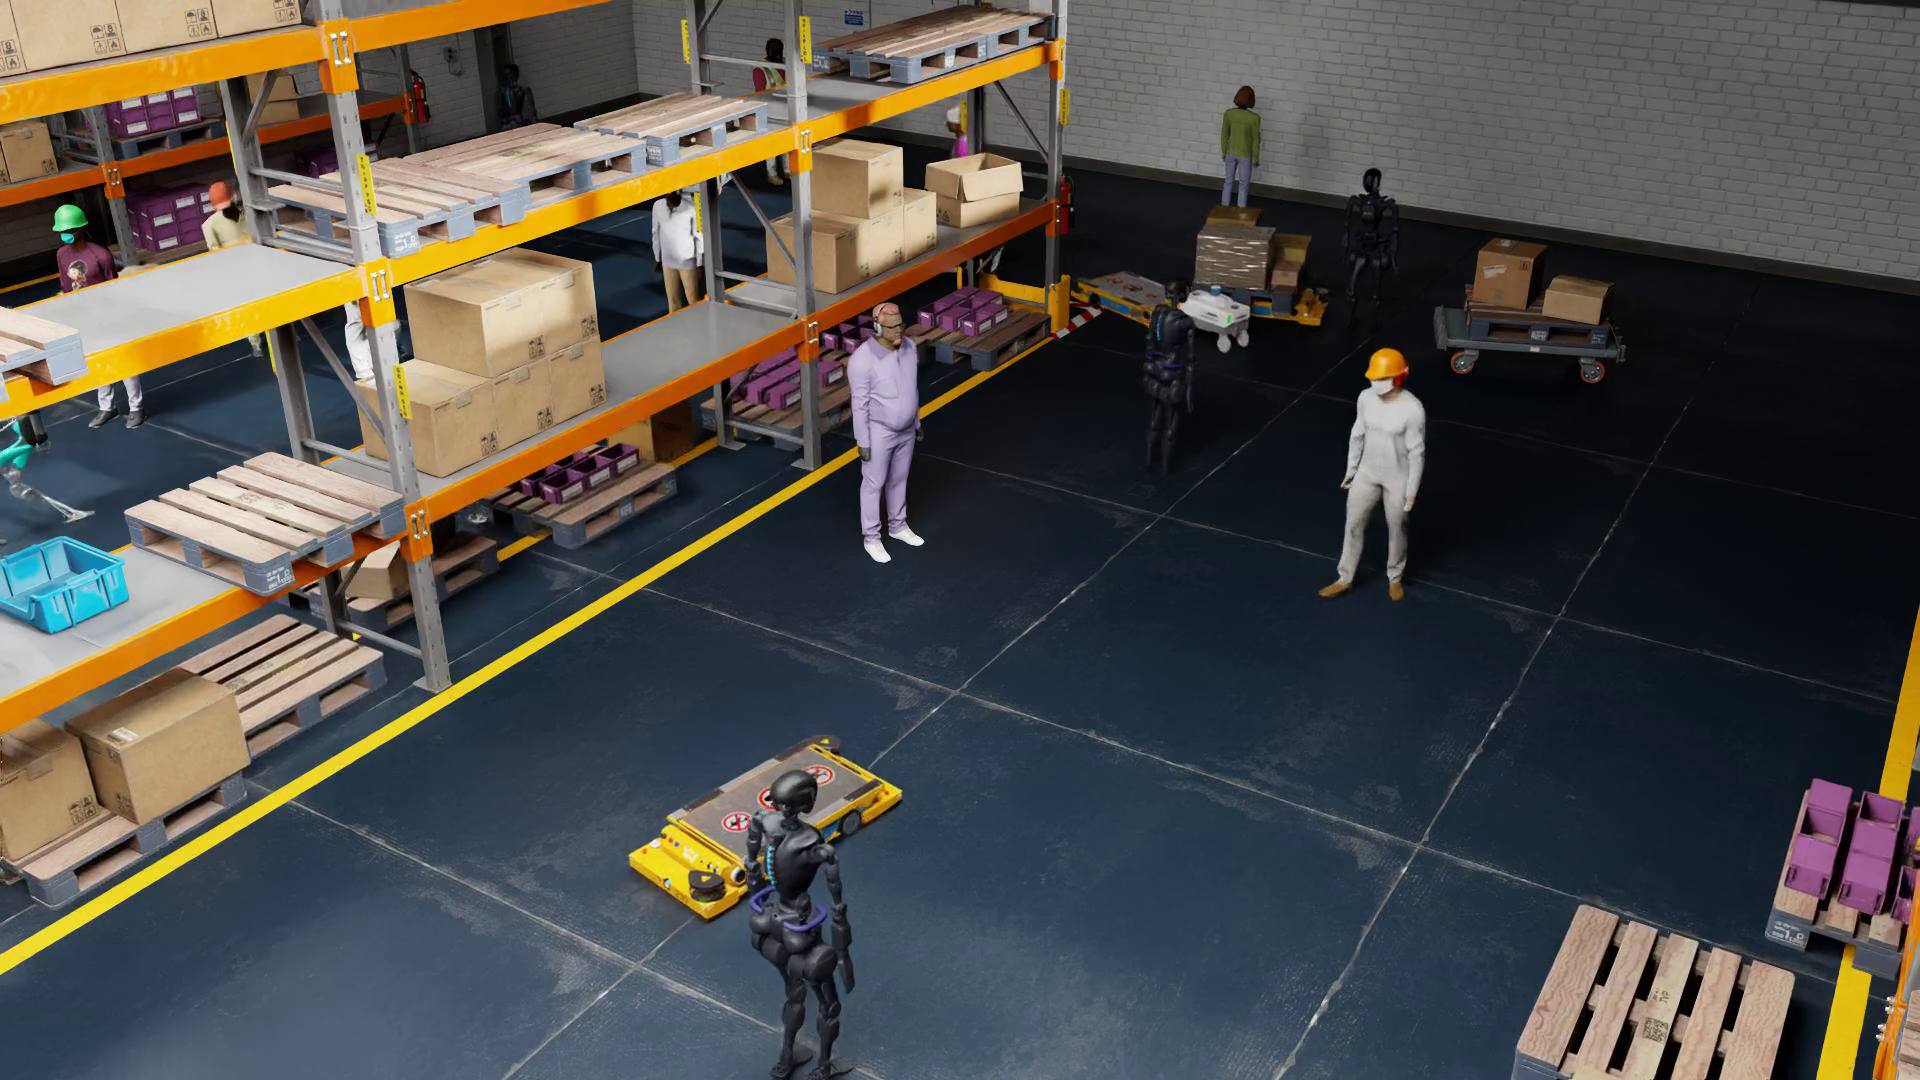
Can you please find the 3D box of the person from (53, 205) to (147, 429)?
[{"bbox_3d":[-7.287,-1.885,14.056,0.497,1.949,0.426,3,27,5],"label":"person"}]

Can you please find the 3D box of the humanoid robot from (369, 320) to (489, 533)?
[{"bbox_3d":[-3.758,-0.801,12.155,0.863,1.774,0.600,-11,29,-21],"label":"humanoid robot"}]

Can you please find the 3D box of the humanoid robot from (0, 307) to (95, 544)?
[{"bbox_3d":[-7.059,-0.766,12.158,1.031,1.786,0.530,-23,35,-38],"label":"humanoid robot"}]

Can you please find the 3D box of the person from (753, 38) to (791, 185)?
[{"bbox_3d":[-2.334,-5.488,21.293,0.429,1.831,0.633,21,33,35],"label":"person"}]

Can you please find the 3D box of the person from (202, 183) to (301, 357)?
[{"bbox_3d":[-6.699,-2.549,15.630,0.390,1.704,0.656,21,33,35],"label":"person"}]

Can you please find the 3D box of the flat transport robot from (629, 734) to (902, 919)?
[{"bbox_3d":[-1.049,1.544,9.156,0.659,0.231,1.431,23,35,37],"label":"flat transport robot"}]

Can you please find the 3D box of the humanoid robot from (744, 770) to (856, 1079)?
[{"bbox_3d":[-0.713,1.705,7.291,0.601,1.657,0.343,19,33,33],"label":"humanoid robot"}]

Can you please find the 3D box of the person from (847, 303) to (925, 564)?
[{"bbox_3d":[-0.495,-0.785,11.936,0.410,1.910,0.638,22,34,37],"label":"person"}]

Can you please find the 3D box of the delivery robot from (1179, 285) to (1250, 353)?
[{"bbox_3d":[2.456,-2.186,16.179,0.499,0.585,0.765,-20,33,-34],"label":"delivery robot"}]

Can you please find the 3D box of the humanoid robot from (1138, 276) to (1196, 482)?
[{"bbox_3d":[1.643,-1.281,13.167,0.326,1.660,0.592,-16,31,-28],"label":"humanoid robot"}]

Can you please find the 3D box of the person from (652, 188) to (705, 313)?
[{"bbox_3d":[-2.681,-2.662,15.803,0.571,1.748,0.341,12,29,22],"label":"person"}]

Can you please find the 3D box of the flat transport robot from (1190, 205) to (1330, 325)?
[{"bbox_3d":[3.022,-2.448,17.023,1.431,0.231,0.659,9,28,17],"label":"flat transport robot"}]

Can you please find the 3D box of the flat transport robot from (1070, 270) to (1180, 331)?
[{"bbox_3d":[1.824,-2.454,17.033,0.659,0.231,1.431,-18,32,-31],"label":"flat transport robot"}]

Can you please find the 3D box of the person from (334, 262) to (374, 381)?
[{"bbox_3d":[-5.410,-2.335,14.960,0.372,1.936,0.626,0,27,-1],"label":"person"}]

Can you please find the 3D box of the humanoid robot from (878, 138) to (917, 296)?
[{"bbox_3d":[-0.719,-3.337,17.219,0.371,1.659,0.599,-14,30,-26],"label":"humanoid robot"}]

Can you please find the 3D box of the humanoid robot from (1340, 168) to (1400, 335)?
[{"bbox_3d":[3.996,-2.787,16.138,0.611,1.643,0.417,15,31,27],"label":"humanoid robot"}]

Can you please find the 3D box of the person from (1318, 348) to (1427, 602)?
[{"bbox_3d":[2.871,-0.427,11.296,0.578,1.865,0.630,21,34,35],"label":"person"}]

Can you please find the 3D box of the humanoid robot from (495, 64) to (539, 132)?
[{"bbox_3d":[-5.494,-5.105,20.741,0.584,1.623,0.750,5,27,10],"label":"humanoid robot"}]

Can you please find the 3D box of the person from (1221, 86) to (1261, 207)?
[{"bbox_3d":[3.297,-4.519,19.592,0.502,1.632,0.272,21,34,35],"label":"person"}]

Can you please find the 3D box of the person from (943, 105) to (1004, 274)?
[{"bbox_3d":[0.103,-3.721,17.813,0.703,1.821,0.558,1,27,3],"label":"person"}]
